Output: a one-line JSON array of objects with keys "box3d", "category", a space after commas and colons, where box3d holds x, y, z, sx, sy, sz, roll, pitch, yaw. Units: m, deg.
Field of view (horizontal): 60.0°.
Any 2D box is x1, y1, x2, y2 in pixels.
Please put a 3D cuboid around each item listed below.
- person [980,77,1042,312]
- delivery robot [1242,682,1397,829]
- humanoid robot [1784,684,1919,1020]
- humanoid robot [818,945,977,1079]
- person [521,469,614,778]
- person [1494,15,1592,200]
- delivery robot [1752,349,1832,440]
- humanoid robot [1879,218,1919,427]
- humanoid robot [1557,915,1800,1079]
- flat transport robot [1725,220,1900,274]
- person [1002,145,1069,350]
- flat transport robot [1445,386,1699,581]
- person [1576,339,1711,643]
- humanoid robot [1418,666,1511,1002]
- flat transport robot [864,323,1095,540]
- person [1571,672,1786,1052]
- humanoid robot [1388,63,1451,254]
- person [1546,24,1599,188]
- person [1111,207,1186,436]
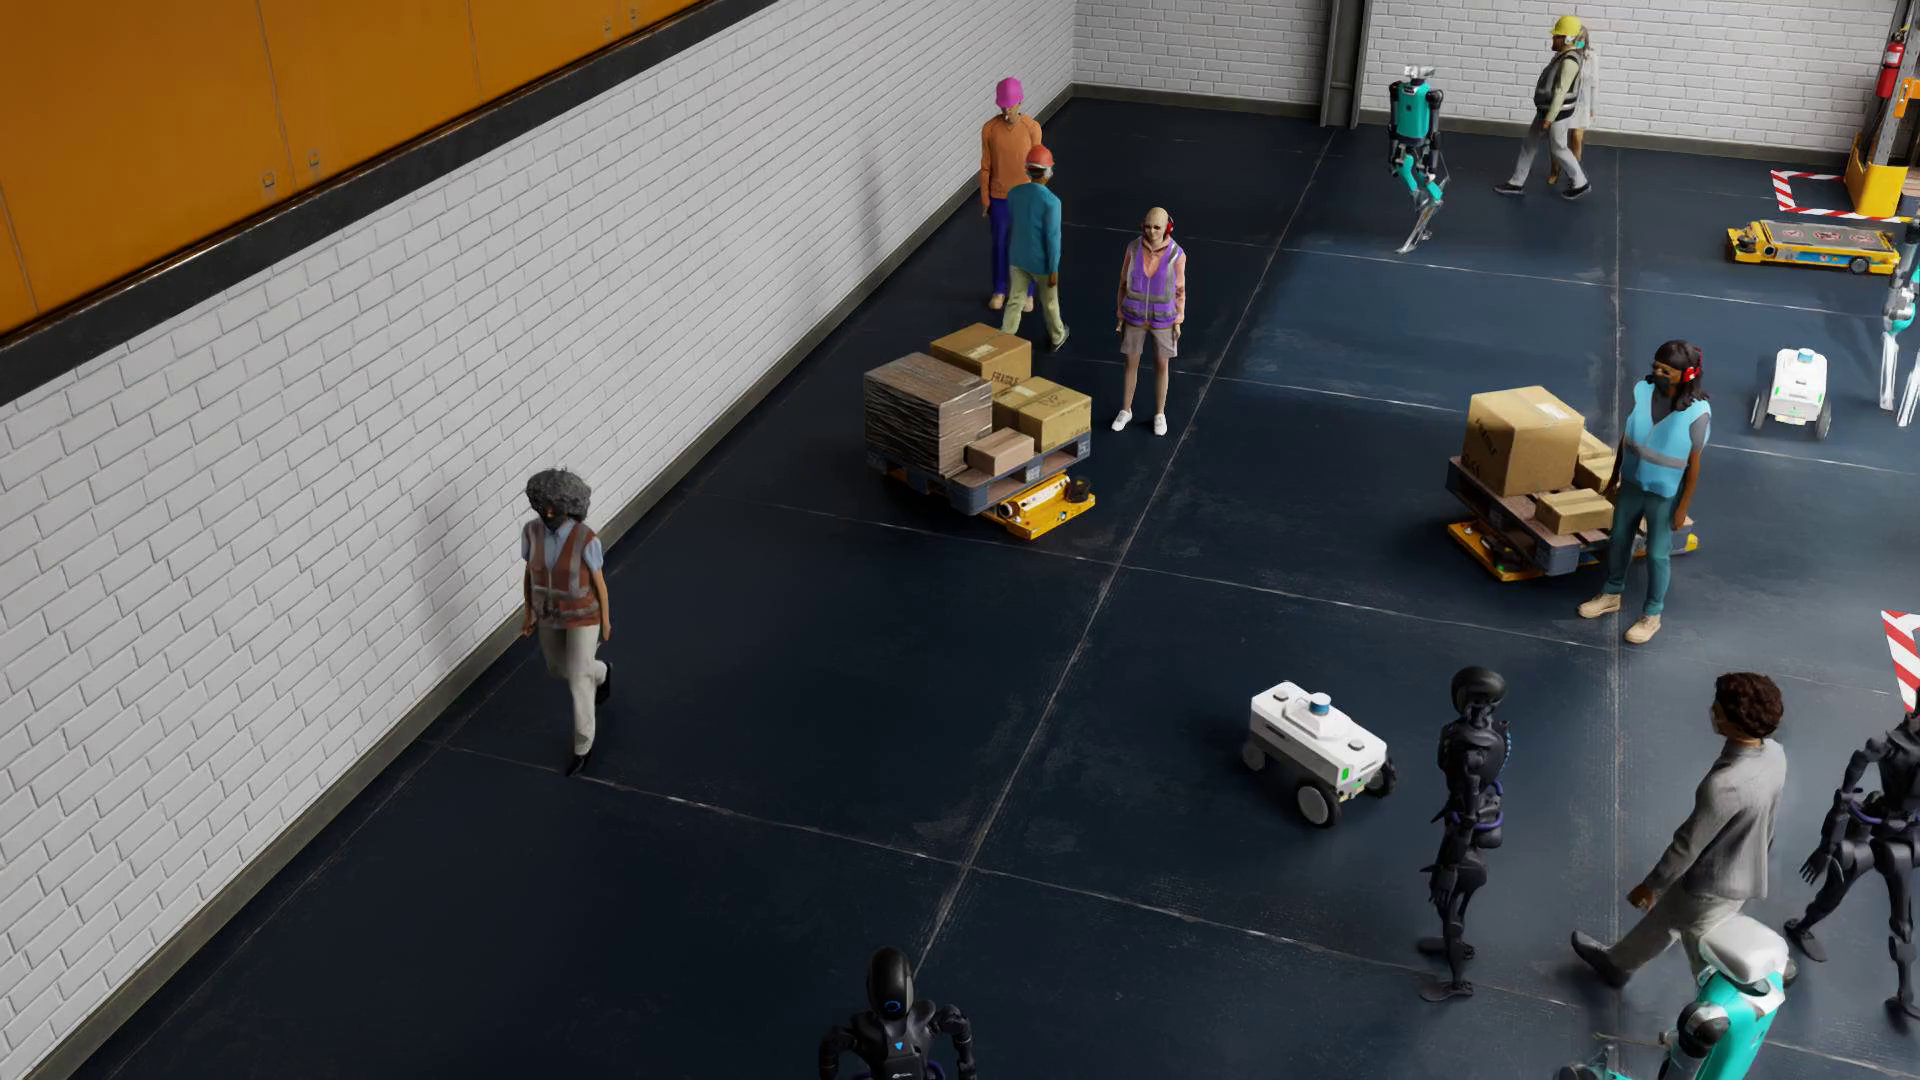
[{"box3d": [0.419, -2.866, 13.827, 0.516, 1.973, 0.400, 4, 31, 7], "category": "person"}, {"box3d": [1.827, 1.057, 8.538, 0.499, 0.587, 0.789, -21, 36, -31], "category": "delivery robot"}, {"box3d": [3.948, 1.293, 7.069, 0.609, 1.622, 0.737, -3, 31, -4], "category": "humanoid robot"}, {"box3d": [-0.192, 2.023, 5.798, 0.600, 1.648, 0.439, -6, 31, -11], "category": "humanoid robot"}, {"box3d": [-2.018, 0.353, 8.643, 0.443, 1.661, 0.698, 10, 32, 17], "category": "person"}, {"box3d": [5.871, -4.229, 16.310, 0.888, 1.797, 0.588, 4, 31, 7], "category": "person"}, {"box3d": [6.159, -1.119, 12.240, 0.499, 0.587, 0.777, 13, 33, 21], "category": "delivery robot"}, {"box3d": [6.986, -1.688, 12.083, 0.538, 1.807, 0.766, 14, 33, 22], "category": "humanoid robot"}, {"box3d": [2.369, 1.916, 5.962, 0.530, 1.775, 1.012, -20, 36, -30], "category": "humanoid robot"}, {"box3d": [7.807, -2.676, 15.178, 1.431, 0.231, 0.659, 7, 31, 13], "category": "flat transport robot"}, {"box3d": [0.596, -2.205, 12.956, 0.576, 1.698, 0.849, 24, 38, 35], "category": "person"}, {"box3d": [3.951, -0.062, 10.731, 1.431, 0.231, 0.659, -9, 32, -14], "category": "flat transport robot"}, {"box3d": [3.977, -0.295, 9.571, 0.387, 1.856, 0.533, -21, 36, -31], "category": "person"}, {"box3d": [2.158, 1.248, 7.115, 0.342, 1.647, 0.588, 8, 31, 13], "category": "humanoid robot"}, {"box3d": [0.167, -0.428, 11.353, 1.431, 0.231, 0.659, 26, 39, 37], "category": "flat transport robot"}, {"box3d": [2.976, 1.309, 6.825, 0.554, 1.858, 0.914, -26, 39, -37], "category": "person"}, {"box3d": [4.242, -3.431, 15.100, 0.868, 1.854, 0.551, -22, 37, -33], "category": "humanoid robot"}, {"box3d": [6.101, -4.342, 16.662, 0.510, 1.639, 0.452, 11, 32, 18], "category": "person"}, {"box3d": [1.358, -1.560, 11.871, 0.483, 1.694, 0.347, 8, 31, 14], "category": "person"}]
